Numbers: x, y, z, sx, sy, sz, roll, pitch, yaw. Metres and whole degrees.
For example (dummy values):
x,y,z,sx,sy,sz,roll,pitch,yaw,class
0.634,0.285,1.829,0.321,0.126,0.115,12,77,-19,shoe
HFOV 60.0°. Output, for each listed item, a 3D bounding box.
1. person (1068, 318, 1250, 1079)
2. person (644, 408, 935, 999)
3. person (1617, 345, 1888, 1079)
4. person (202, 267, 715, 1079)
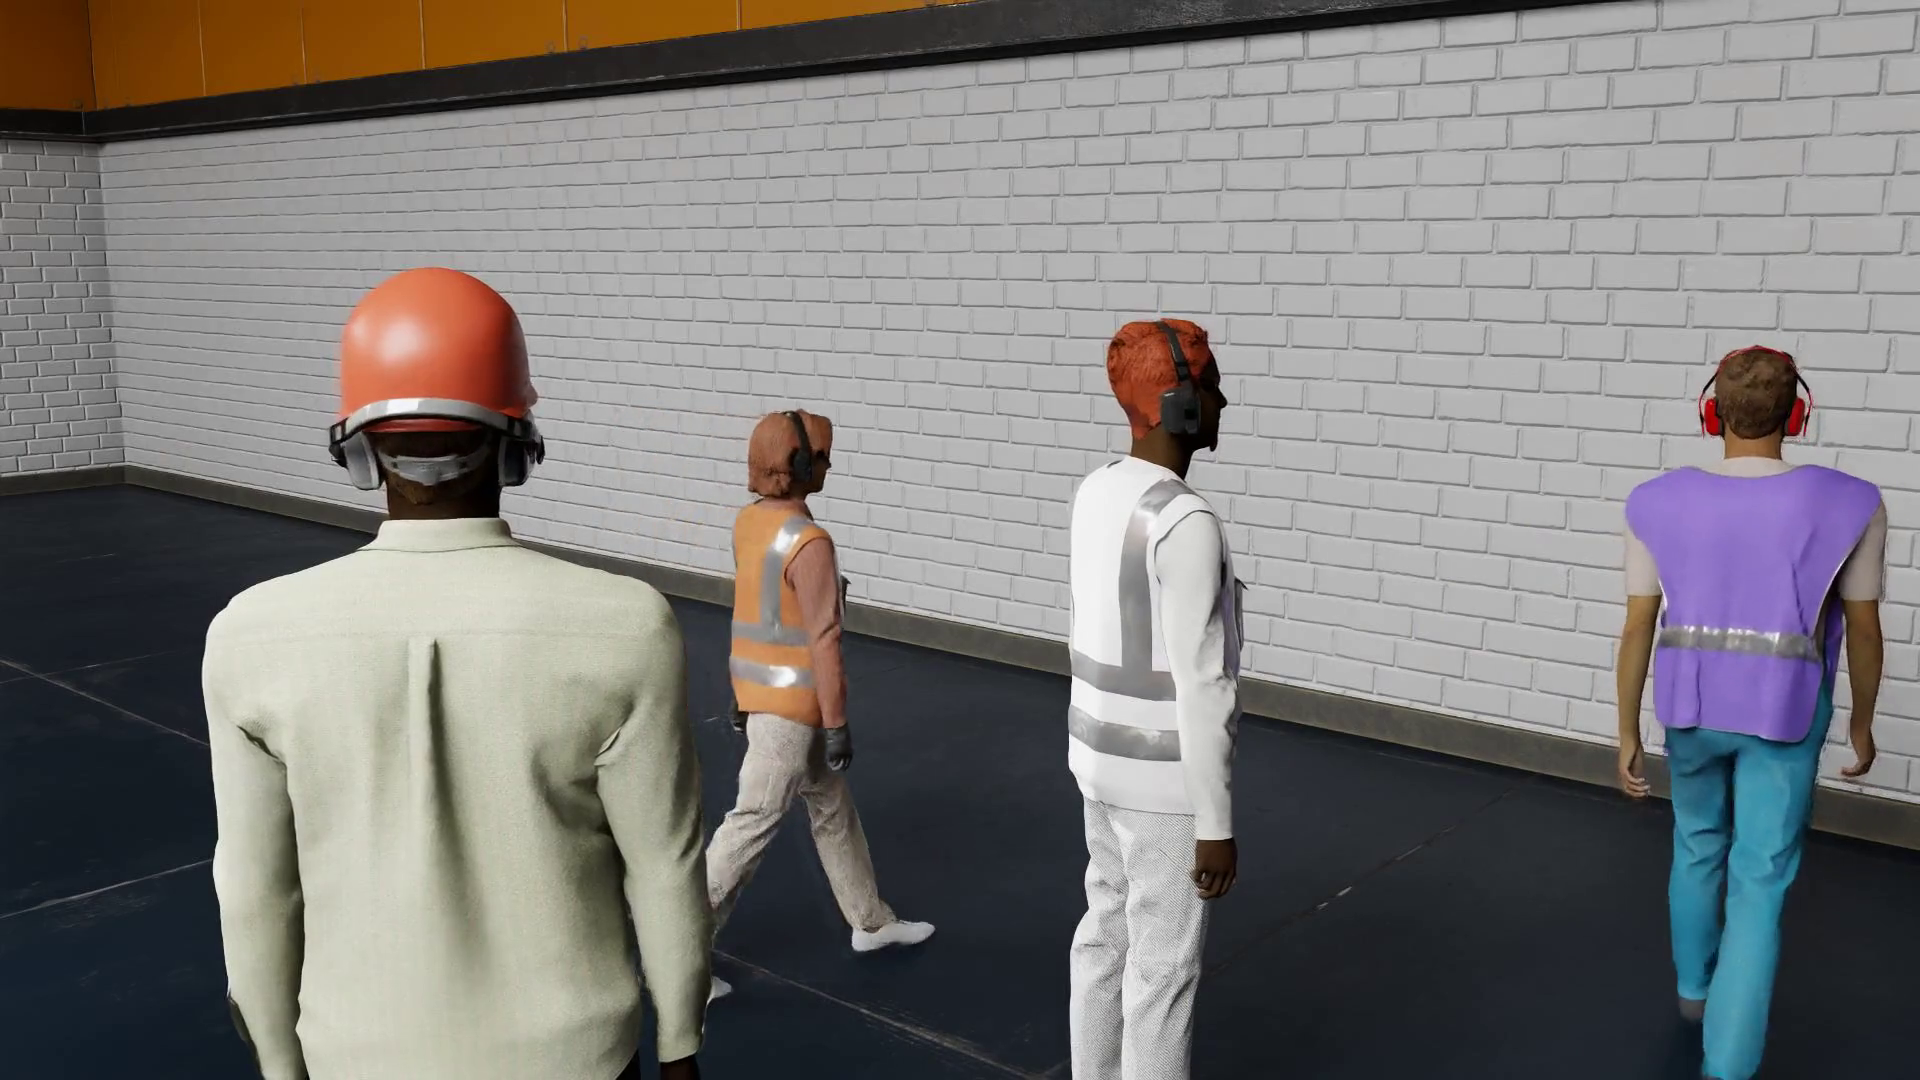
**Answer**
x,y,z,sx,sy,sz,roll,pitch,yaw,class
0.406,0.494,3.415,0.356,1.885,0.574,-4,11,-19,person
-0.480,0.444,4.516,0.871,1.599,0.527,-4,11,-24,person
1.866,0.436,3.988,0.576,1.802,0.965,6,12,32,person
-0.625,0.655,2.173,0.612,1.997,0.375,-1,10,-5,person
